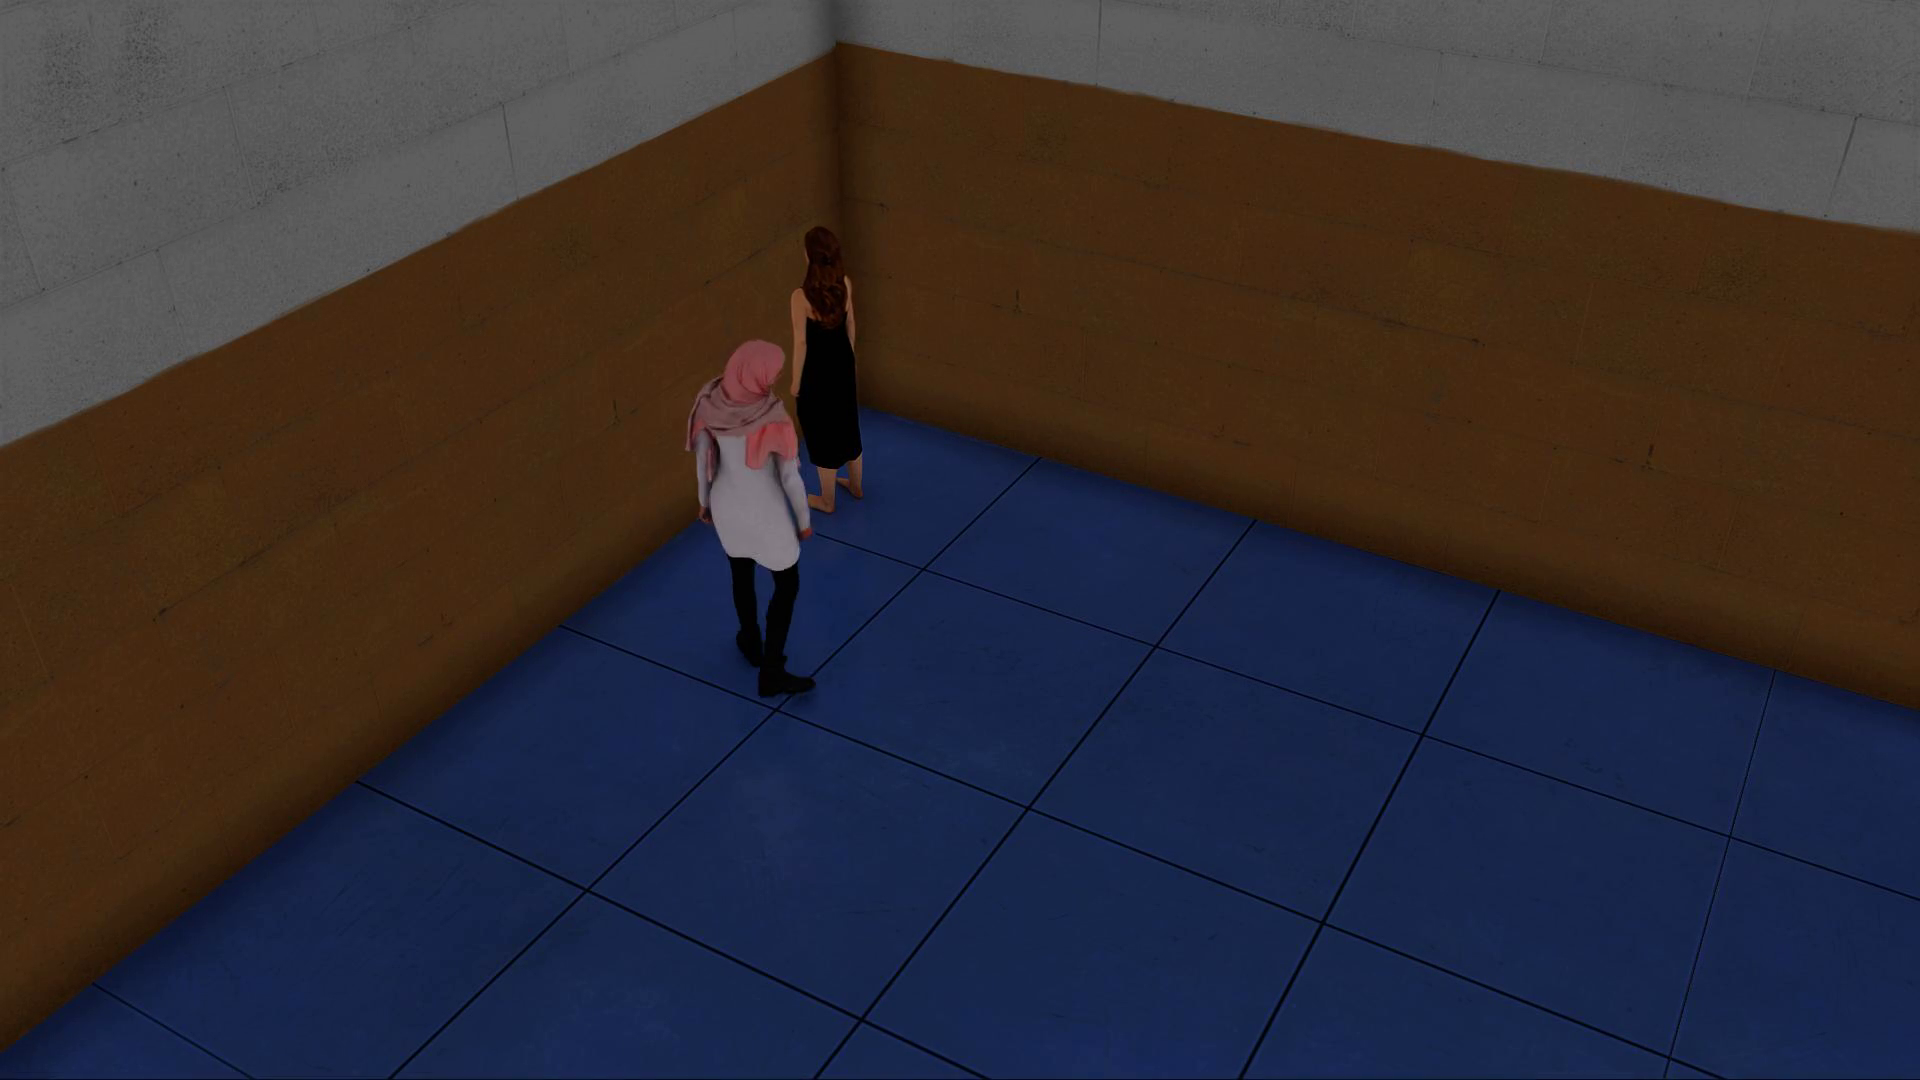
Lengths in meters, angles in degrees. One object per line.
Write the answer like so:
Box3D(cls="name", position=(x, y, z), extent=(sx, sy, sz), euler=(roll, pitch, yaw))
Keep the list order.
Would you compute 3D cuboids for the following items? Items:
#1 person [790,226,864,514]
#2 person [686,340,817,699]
Box3D(cls="person", position=(-0.709, -0.892, 8.830), extent=(0.587, 1.624, 0.702), euler=(-28, 43, -35))
Box3D(cls="person", position=(-0.964, -0.135, 7.543), extent=(0.801, 1.788, 0.769), euler=(4, 34, 5))
